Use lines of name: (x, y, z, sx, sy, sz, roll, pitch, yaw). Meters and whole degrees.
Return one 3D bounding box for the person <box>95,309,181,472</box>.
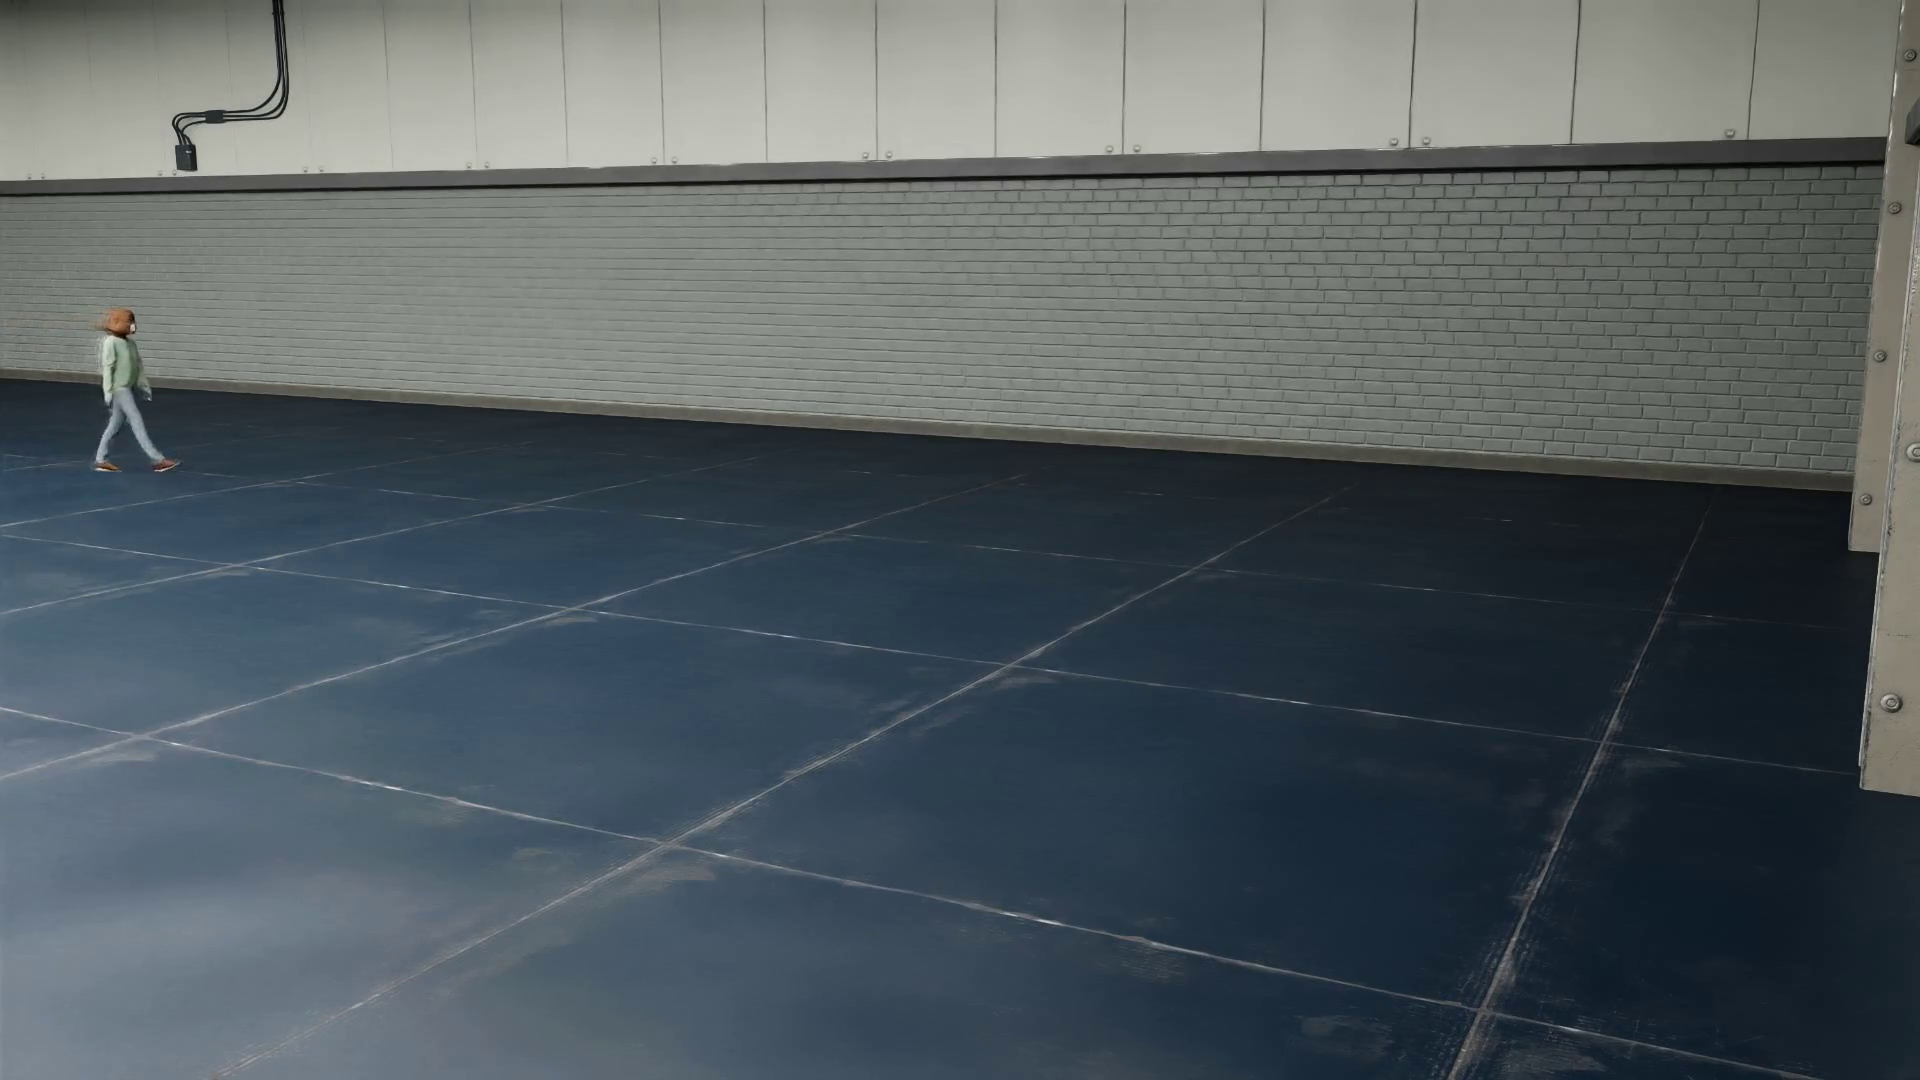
person: (-8.047, -1.441, 16.127, 0.871, 1.578, 0.524, 0, 10, -3)
